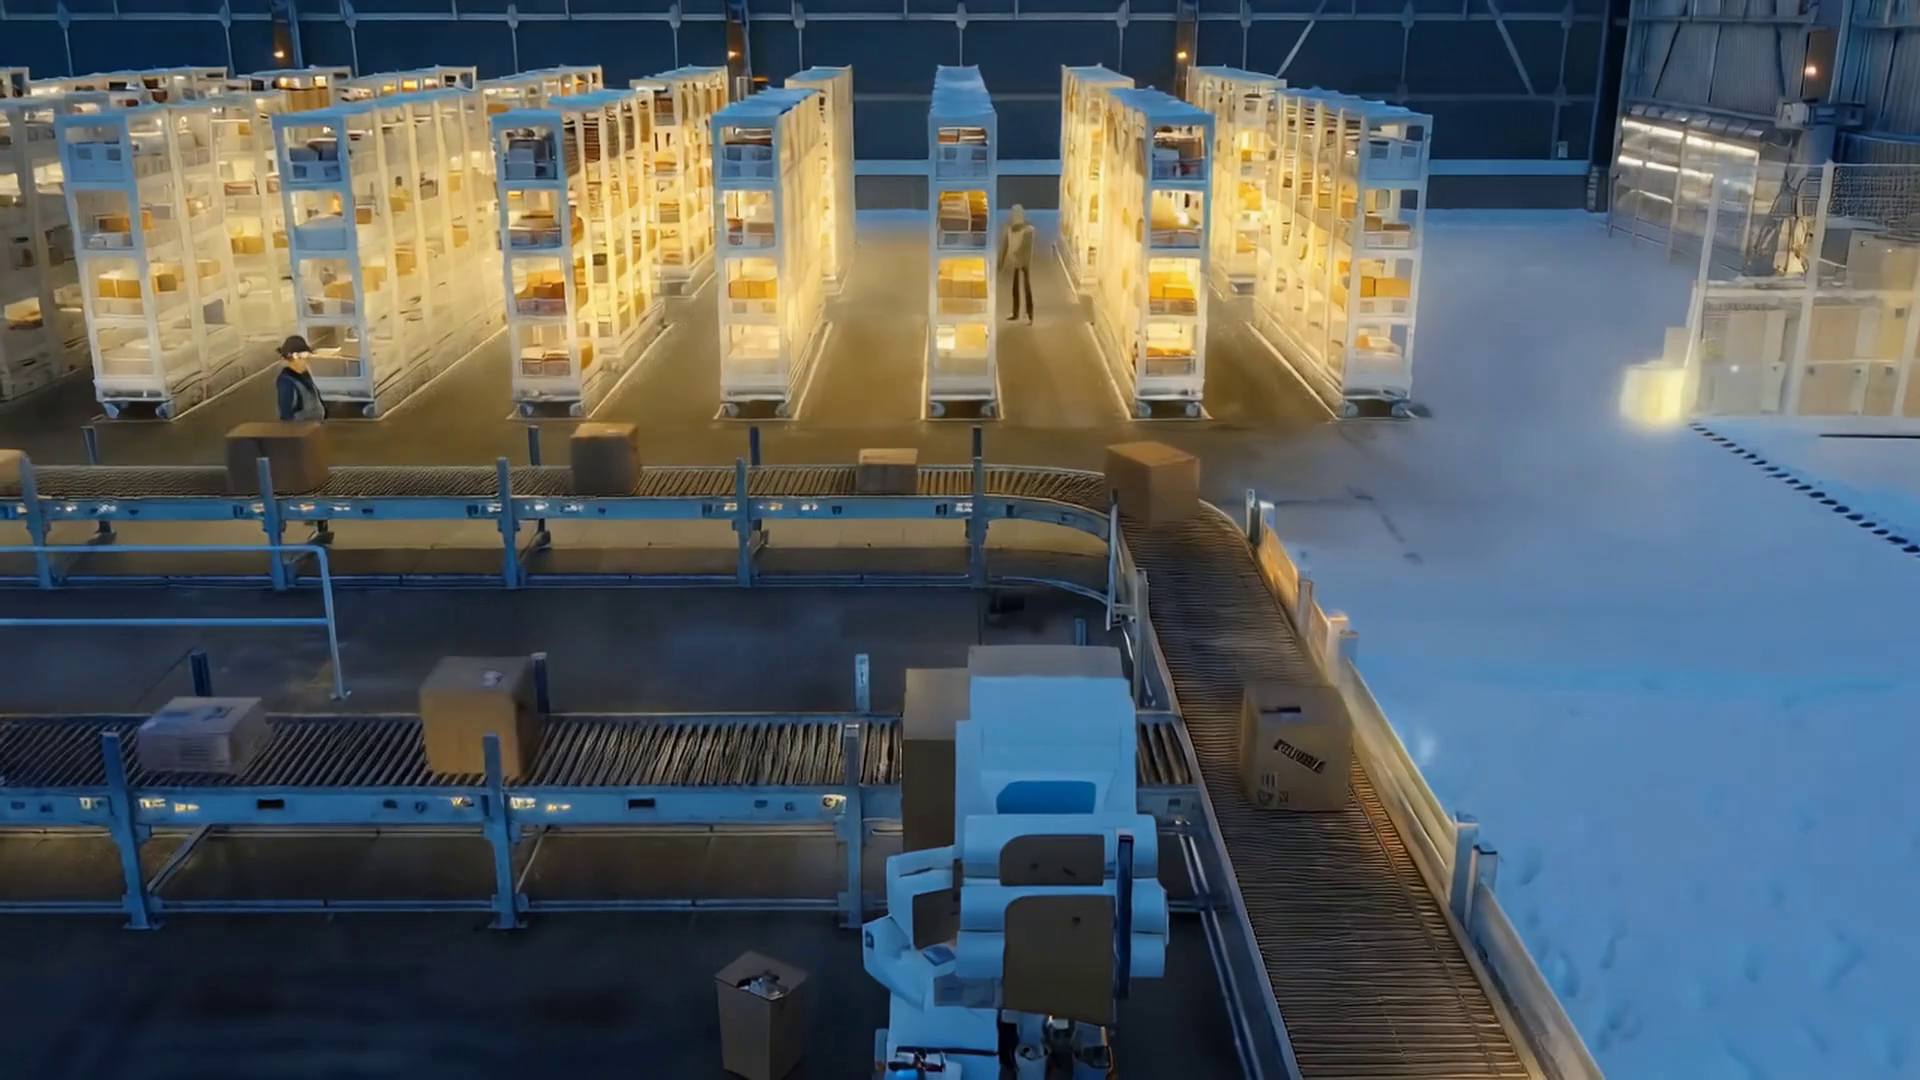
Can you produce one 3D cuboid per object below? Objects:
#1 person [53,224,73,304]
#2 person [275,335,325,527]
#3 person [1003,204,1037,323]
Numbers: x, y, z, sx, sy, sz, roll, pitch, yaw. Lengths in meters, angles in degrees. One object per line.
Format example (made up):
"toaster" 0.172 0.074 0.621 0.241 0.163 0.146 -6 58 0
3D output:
"person" -14.485 -4.763 27.162 0.972 1.959 0.616 -6 19 -18
"person" -6.271 -1.047 15.895 0.404 1.834 0.591 -1 18 -4
"person" 0.943 -4.329 26.012 0.577 1.830 0.385 11 21 30
